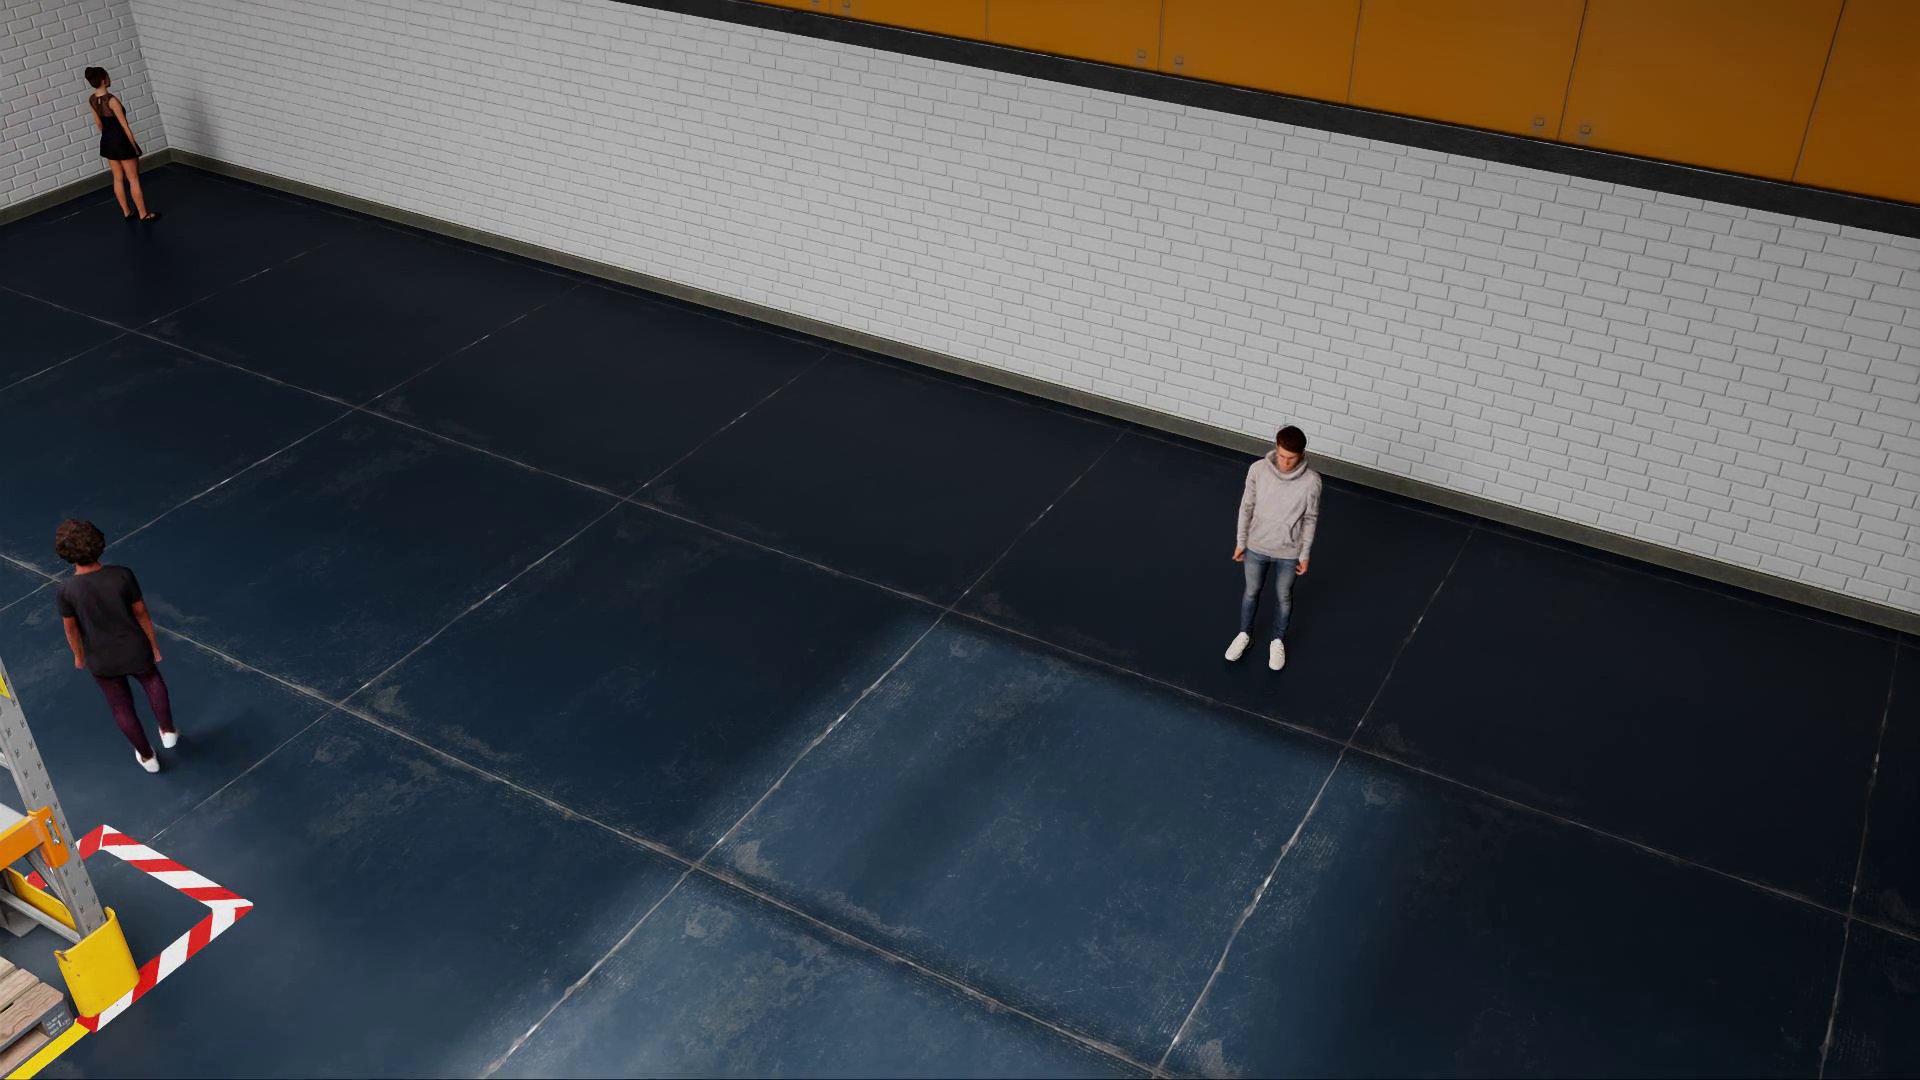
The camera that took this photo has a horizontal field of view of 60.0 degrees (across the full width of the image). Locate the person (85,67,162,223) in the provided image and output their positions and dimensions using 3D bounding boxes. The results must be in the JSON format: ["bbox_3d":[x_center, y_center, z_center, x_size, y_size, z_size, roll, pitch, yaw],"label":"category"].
[{"bbox_3d":[-8.913,-4.189,17.602,0.610,1.674,0.604,12,35,17],"label":"person"}]

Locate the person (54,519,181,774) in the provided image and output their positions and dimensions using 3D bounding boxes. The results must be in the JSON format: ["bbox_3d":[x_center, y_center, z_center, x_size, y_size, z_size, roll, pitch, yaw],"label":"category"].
[{"bbox_3d":[-5.137,0.697,10.166,0.678,1.768,0.776,-25,41,-32],"label":"person"}]

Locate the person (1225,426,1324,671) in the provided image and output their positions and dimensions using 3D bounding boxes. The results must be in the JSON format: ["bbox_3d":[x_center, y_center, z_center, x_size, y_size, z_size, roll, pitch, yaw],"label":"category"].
[{"bbox_3d":[2.114,0.025,11.106,0.703,1.847,0.619,12,35,17],"label":"person"}]
